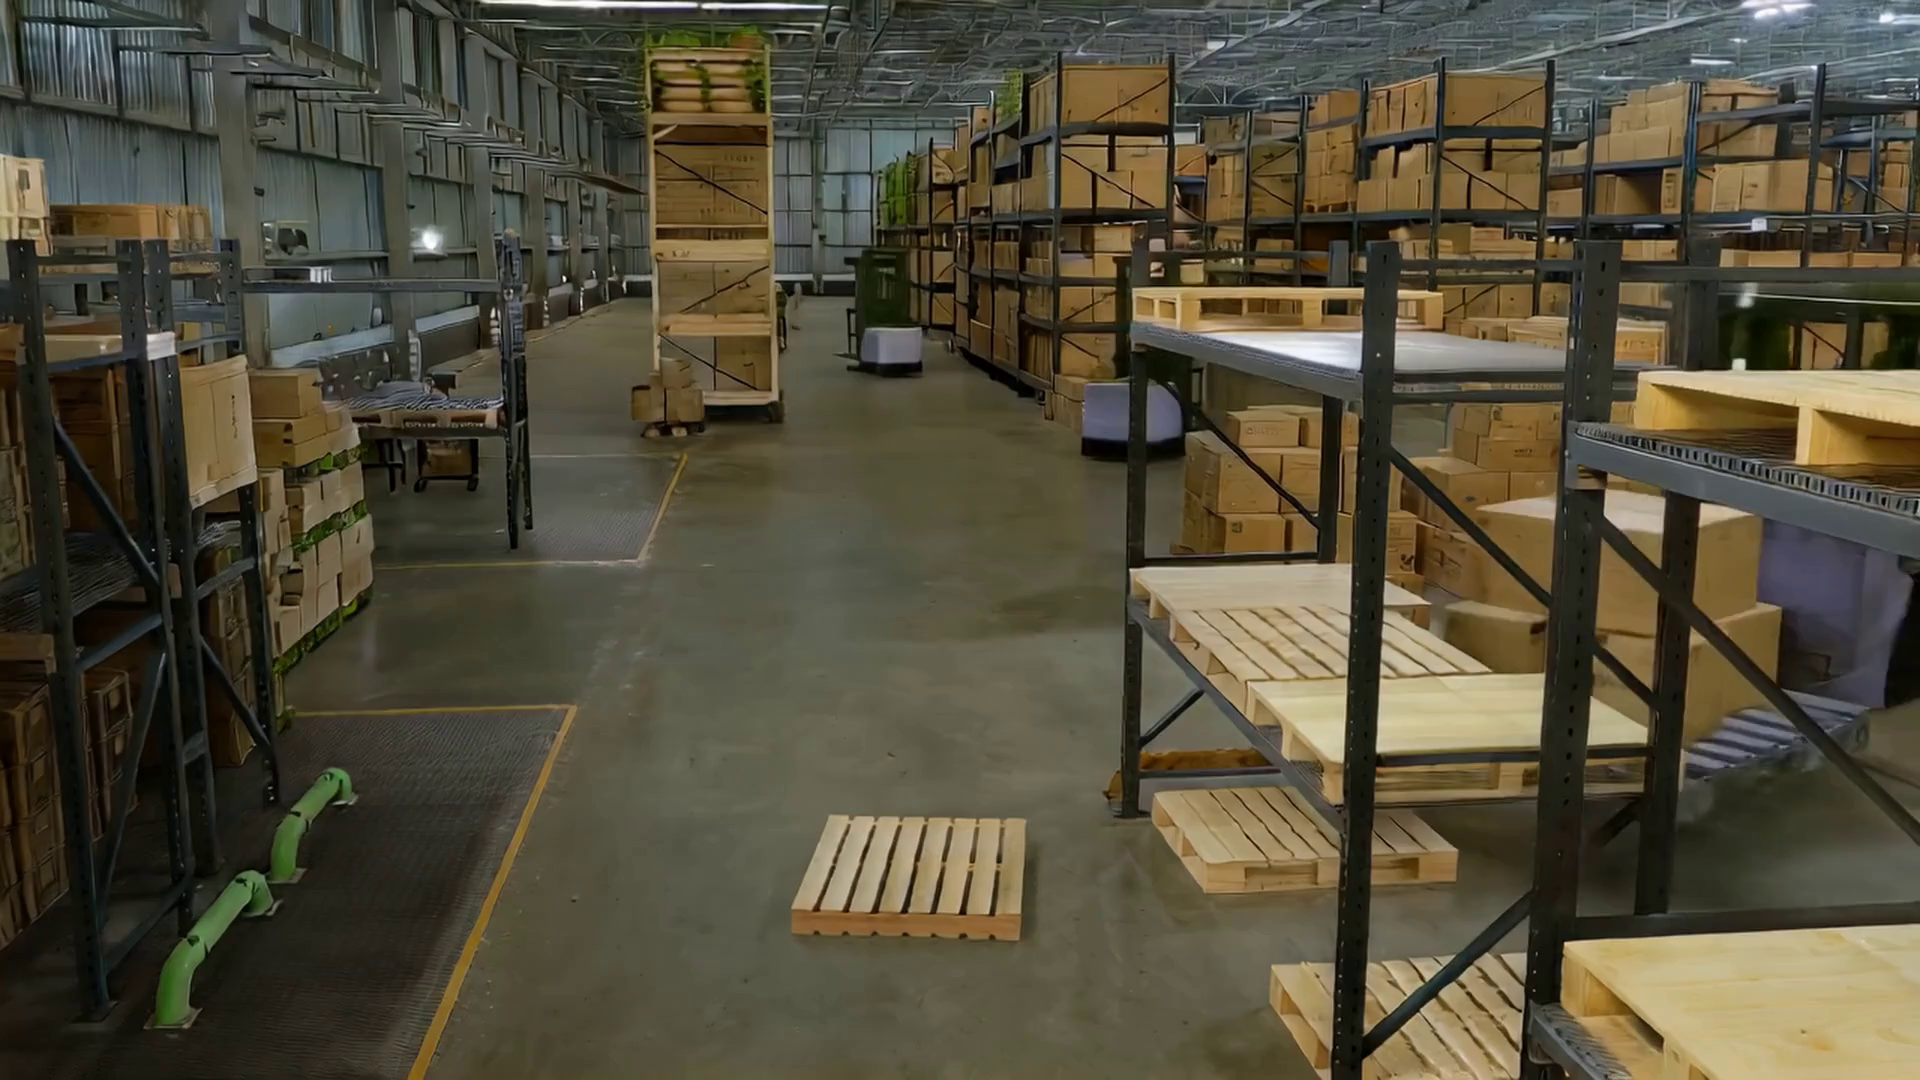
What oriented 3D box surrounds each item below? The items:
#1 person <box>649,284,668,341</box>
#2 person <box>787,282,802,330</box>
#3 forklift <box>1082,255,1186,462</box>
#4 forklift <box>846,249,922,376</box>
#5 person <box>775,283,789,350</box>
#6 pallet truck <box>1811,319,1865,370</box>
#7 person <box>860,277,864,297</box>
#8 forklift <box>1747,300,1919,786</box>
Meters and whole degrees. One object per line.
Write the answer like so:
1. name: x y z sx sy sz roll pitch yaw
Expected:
1. person: -8.922 -6.837 49.374 0.627 1.968 0.848 -9 14 -41
2. person: -5.599 -7.927 56.379 0.515 1.617 0.574 2 10 11
3. forklift: 2.596 -2.580 23.229 1.129 2.768 1.873 7 12 32
4. forklift: -1.712 -5.175 37.606 1.129 2.768 1.873 -5 11 -27
5. person: -5.013 -6.176 46.053 0.429 1.838 0.621 8 13 38
6. pallet truck: 15.846 -3.142 28.793 1.885 1.965 0.823 2 10 12
7. person: -3.189 -8.088 56.551 0.588 1.859 1.015 1 10 7
8. forklift: 5.131 -0.177 9.915 1.873 2.768 1.129 -8 13 -38
